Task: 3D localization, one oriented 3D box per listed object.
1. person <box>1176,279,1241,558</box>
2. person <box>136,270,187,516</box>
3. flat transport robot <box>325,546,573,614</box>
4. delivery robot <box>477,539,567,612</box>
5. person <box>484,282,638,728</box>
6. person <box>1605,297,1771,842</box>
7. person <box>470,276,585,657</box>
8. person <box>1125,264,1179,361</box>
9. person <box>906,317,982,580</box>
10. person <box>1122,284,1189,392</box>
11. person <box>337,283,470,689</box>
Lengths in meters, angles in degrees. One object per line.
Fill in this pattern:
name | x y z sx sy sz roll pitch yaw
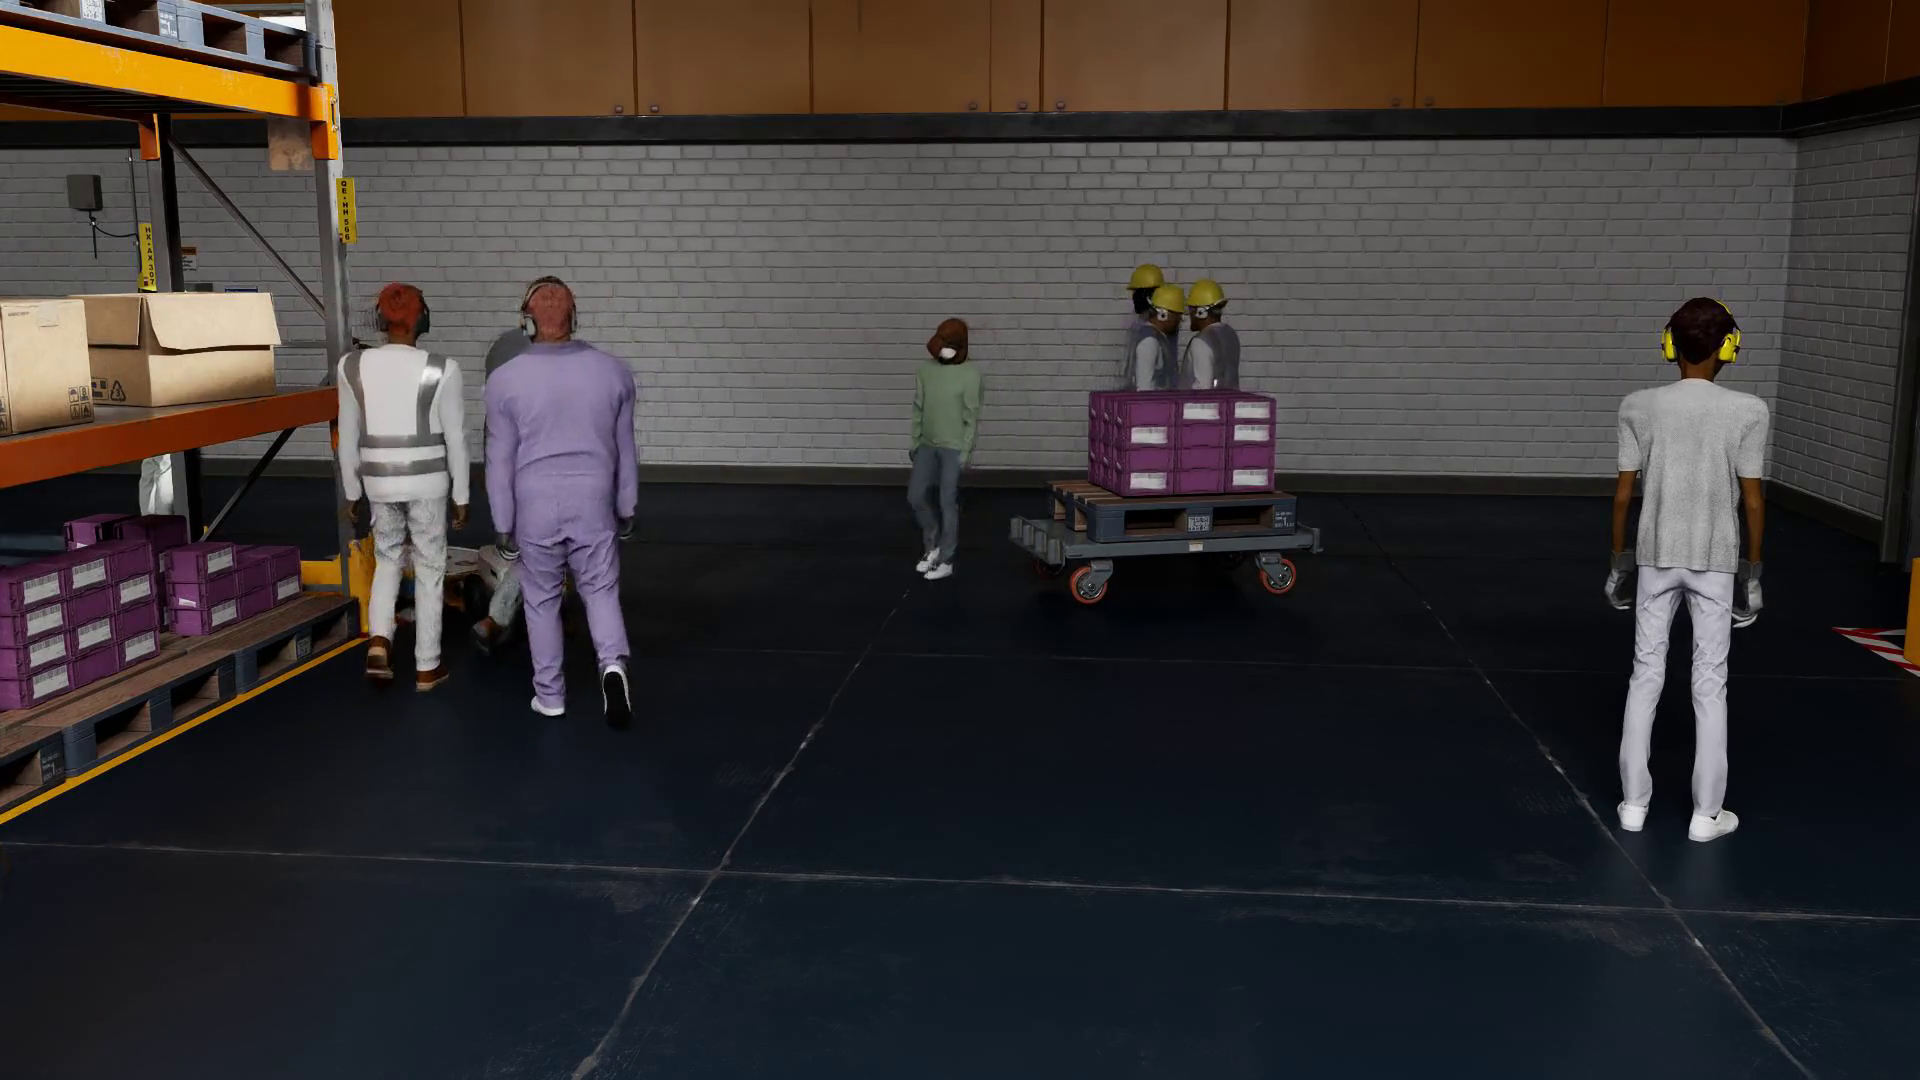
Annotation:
person | 1.629 -0.798 10.987 0.404 1.827 0.600 6 11 30
person | -5.218 -0.833 10.905 0.591 1.925 0.385 10 14 44
flat transport robot | -3.008 0.206 9.697 1.431 0.197 0.652 6 12 32
delivery robot | -2.328 0.171 8.817 0.477 0.478 0.707 -5 11 -26
person | -1.653 -0.129 6.974 0.654 1.887 0.726 -5 11 -26
person | 2.496 0.104 5.726 0.514 1.865 0.329 6 12 32
person | -2.170 -0.343 8.200 0.687 1.904 0.775 7 12 34
person | 1.354 -1.013 12.016 0.525 1.921 0.632 6 12 32
person | -0.105 -0.546 10.146 0.538 1.606 0.350 7 12 36
person | 1.365 -0.839 11.326 0.745 1.788 0.658 1 10 5
person | -2.513 -0.221 7.554 0.596 1.873 0.461 0 10 2
